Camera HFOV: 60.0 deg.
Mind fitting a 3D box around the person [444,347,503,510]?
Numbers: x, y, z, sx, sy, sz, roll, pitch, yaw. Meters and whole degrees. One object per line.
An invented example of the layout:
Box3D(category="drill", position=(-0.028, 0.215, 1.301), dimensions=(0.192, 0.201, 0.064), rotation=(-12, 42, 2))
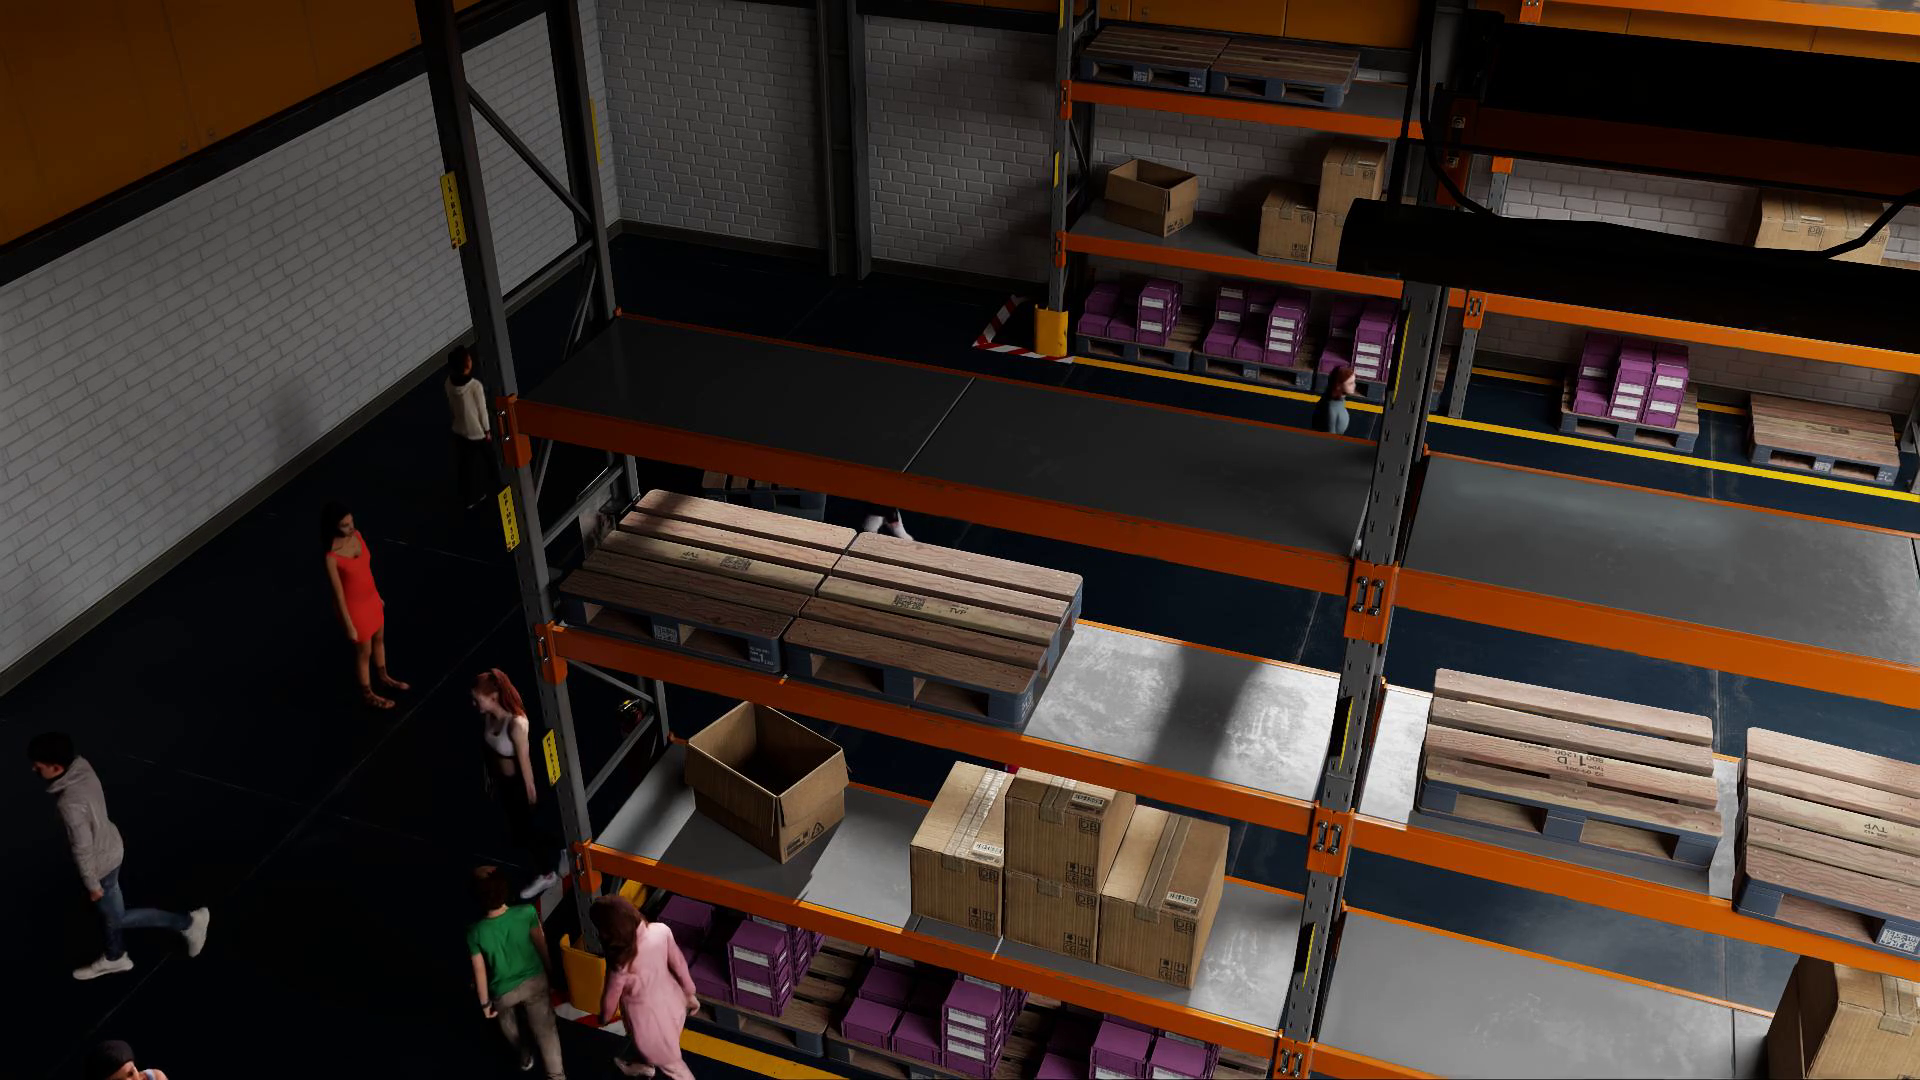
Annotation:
Box3D(category="person", position=(-4.204, -0.916, 14.163), dimensions=(0.756, 1.432, 0.670), rotation=(13, 36, 18))

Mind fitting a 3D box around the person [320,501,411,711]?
Box3D(category="person", position=(-4.290, 0.462, 11.832), dimensions=(0.569, 1.717, 0.622), rotation=(6, 34, 8))

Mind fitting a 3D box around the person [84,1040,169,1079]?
Box3D(category="person", position=(-3.941, 3.002, 8.036), dimensions=(0.785, 1.688, 0.684), rotation=(21, 39, 28))

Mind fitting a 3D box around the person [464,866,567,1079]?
Box3D(category="person", position=(-2.347, 2.445, 8.933), dimensions=(1.041, 1.623, 1.093), rotation=(-14, 36, -20))

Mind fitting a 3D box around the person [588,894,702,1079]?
Box3D(category="person", position=(-1.517, 2.564, 8.648), dimensions=(1.117, 1.741, 0.784), rotation=(22, 39, 29))

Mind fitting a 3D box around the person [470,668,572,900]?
Box3D(category="person", position=(-2.665, 1.467, 10.303), dimensions=(0.770, 1.734, 0.813), rotation=(29, 43, 36))

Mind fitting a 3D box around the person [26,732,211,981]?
Box3D(category="person", position=(-4.932, 1.834, 9.659), dimensions=(1.145, 1.838, 1.103), rotation=(-16, 37, -22))
